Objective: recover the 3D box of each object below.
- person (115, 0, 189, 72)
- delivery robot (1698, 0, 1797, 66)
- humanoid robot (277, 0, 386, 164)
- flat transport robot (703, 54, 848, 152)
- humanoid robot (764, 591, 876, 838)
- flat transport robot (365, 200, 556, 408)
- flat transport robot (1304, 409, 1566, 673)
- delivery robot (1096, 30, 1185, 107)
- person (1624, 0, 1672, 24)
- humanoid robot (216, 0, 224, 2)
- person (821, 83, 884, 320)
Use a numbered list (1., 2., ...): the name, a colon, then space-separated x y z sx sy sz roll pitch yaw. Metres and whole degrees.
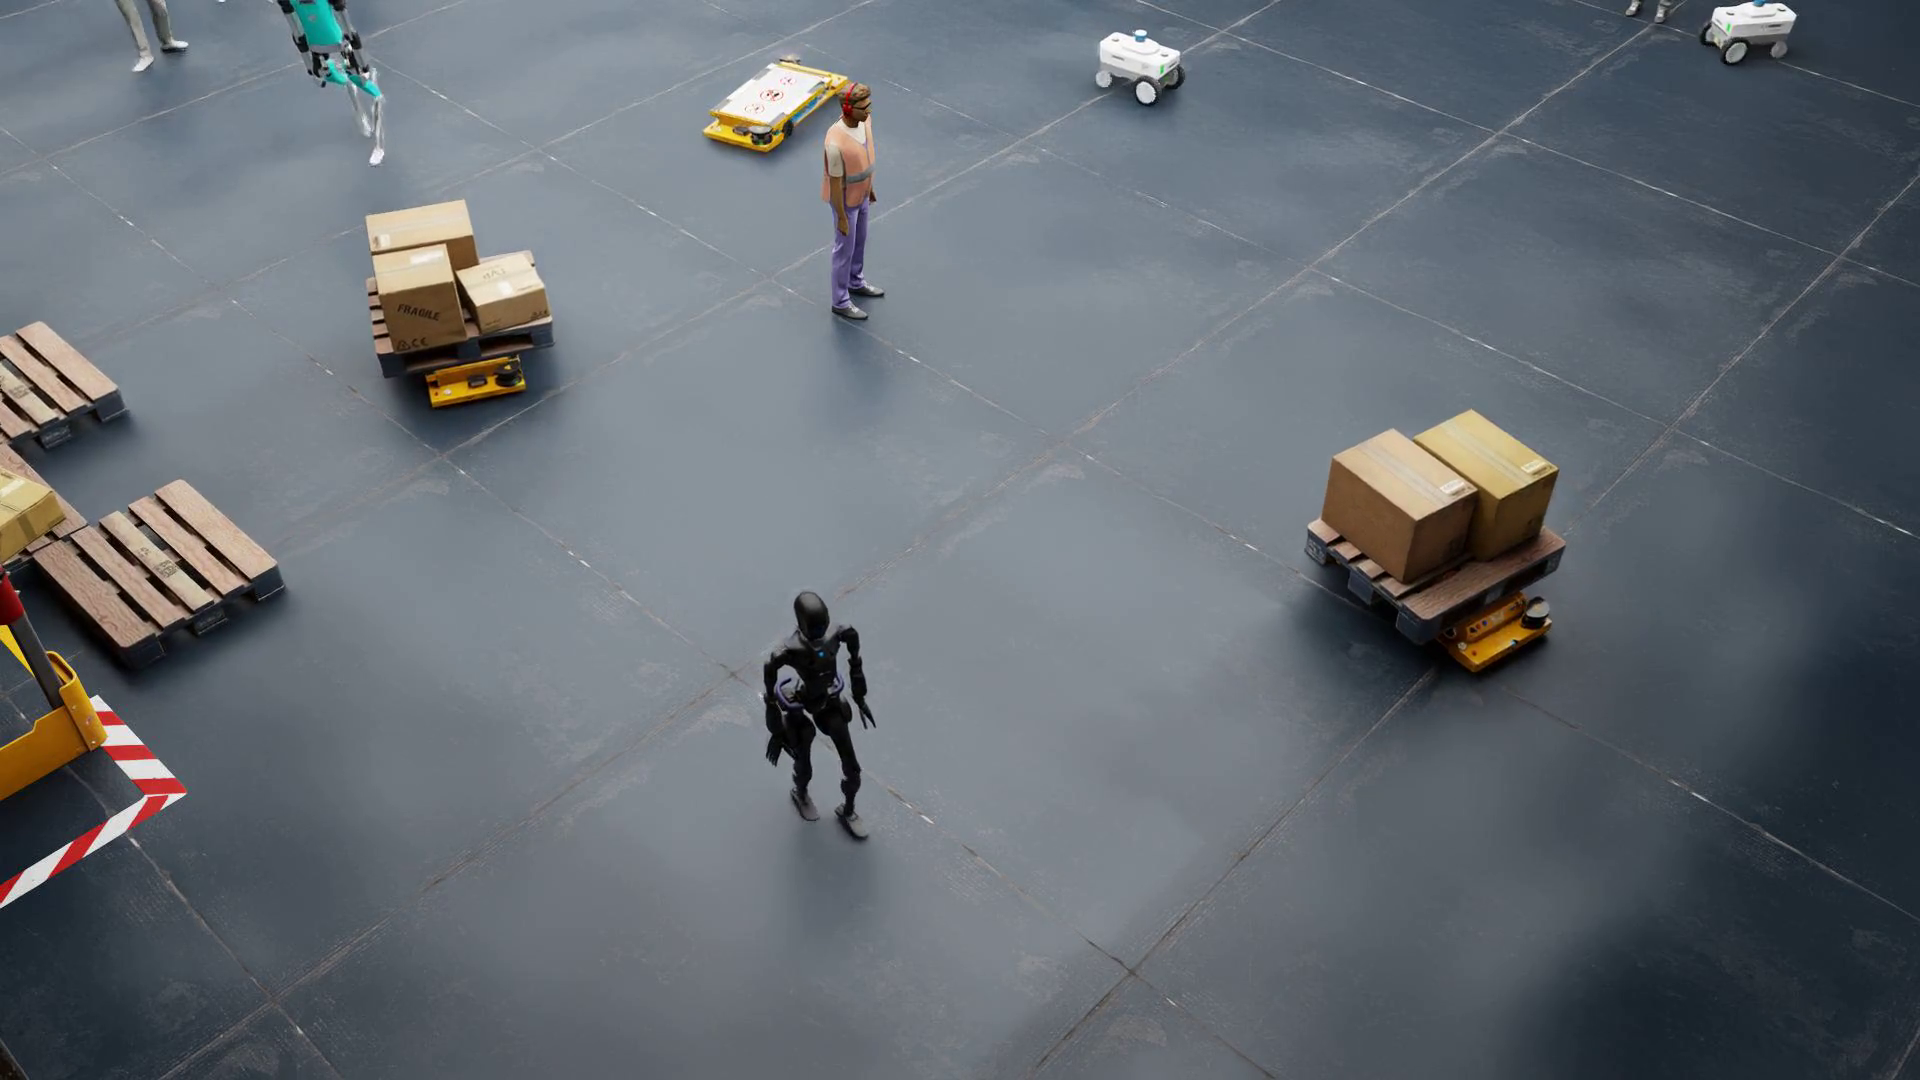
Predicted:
1. person: -7.572 -5.125 15.223 0.608 1.609 0.325 -34 52 -32
2. delivery robot: 7.440 -4.831 15.676 0.773 0.586 0.499 -6 42 -7
3. humanoid robot: -5.173 -4.077 13.987 0.560 1.807 0.900 0 42 1
4. flat transport robot: -1.640 -3.916 14.879 0.659 0.231 1.431 19 45 20
5. humanoid robot: -0.713 0.904 8.474 0.596 1.638 0.602 -23 47 -23
6. flat transport robot: -3.623 -1.497 12.190 0.659 0.231 1.431 -13 44 -14
7. flat transport robot: 2.893 0.211 10.291 0.659 0.231 1.431 -24 47 -24
8. delivery robot: 1.634 -4.335 15.121 0.773 0.582 0.499 26 48 26
9. person: 6.804 -5.903 15.919 0.568 1.834 0.400 21 46 22
10. humanoid robot: -7.435 -6.150 16.331 0.583 1.774 0.999 -18 45 -19
11. person: -0.802 -2.483 12.118 0.390 1.836 0.559 14 44 15
